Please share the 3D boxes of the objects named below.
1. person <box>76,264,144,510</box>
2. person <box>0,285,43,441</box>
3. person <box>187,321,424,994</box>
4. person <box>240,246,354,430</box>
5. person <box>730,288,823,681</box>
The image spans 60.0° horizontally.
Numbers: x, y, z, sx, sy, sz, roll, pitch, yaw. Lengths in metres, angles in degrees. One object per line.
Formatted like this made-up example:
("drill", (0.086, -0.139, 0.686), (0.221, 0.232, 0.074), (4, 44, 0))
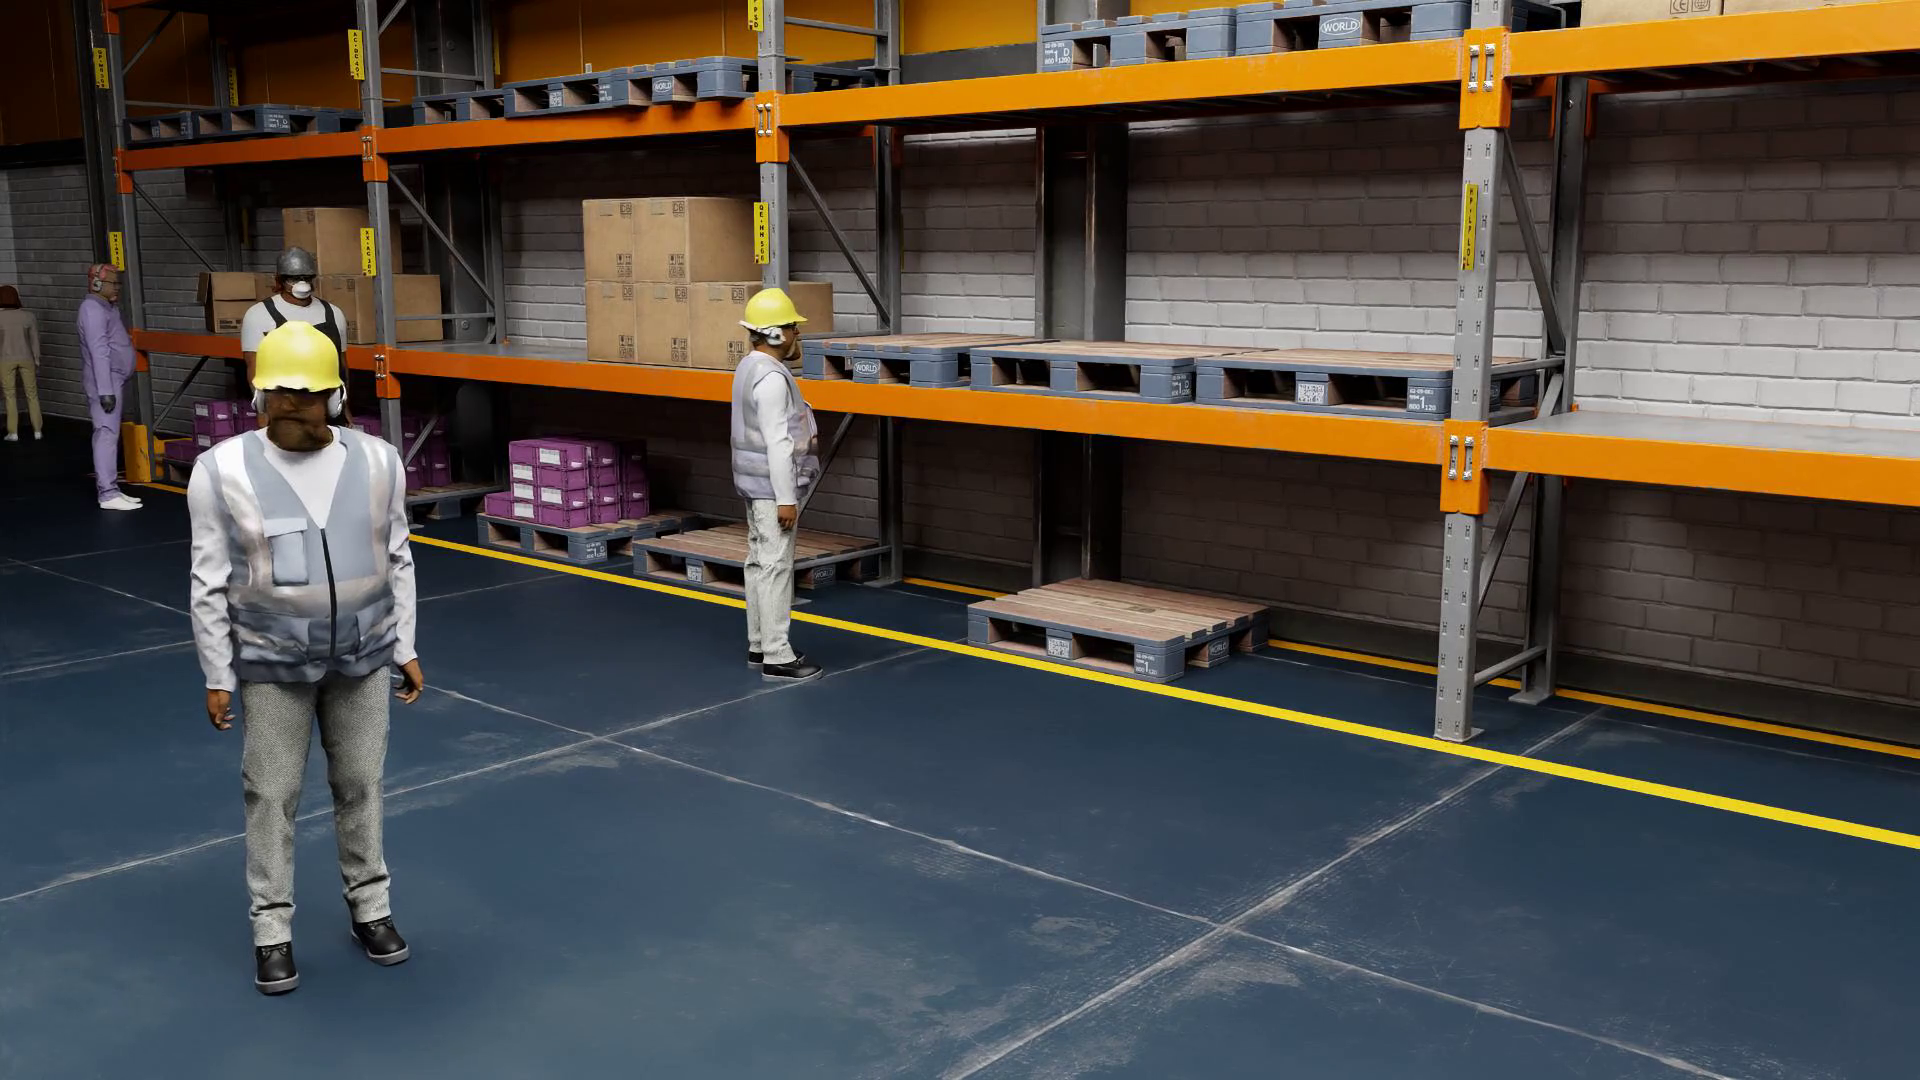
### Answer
("person", (-6.606, -1.186, 12.934), (0.399, 1.902, 0.642), (-5, 11, -25))
("person", (-9.956, -1.860, 17.525), (0.498, 1.634, 0.278), (-9, 13, -40))
("person", (-1.777, 0.316, 4.584), (0.601, 1.827, 0.403), (-7, 12, -36))
("person", (-4.269, -0.895, 10.879), (0.538, 2.000, 0.683), (10, 14, 43))
("person", (-0.864, -0.257, 7.823), (0.403, 1.837, 0.591), (-3, 11, -19))
